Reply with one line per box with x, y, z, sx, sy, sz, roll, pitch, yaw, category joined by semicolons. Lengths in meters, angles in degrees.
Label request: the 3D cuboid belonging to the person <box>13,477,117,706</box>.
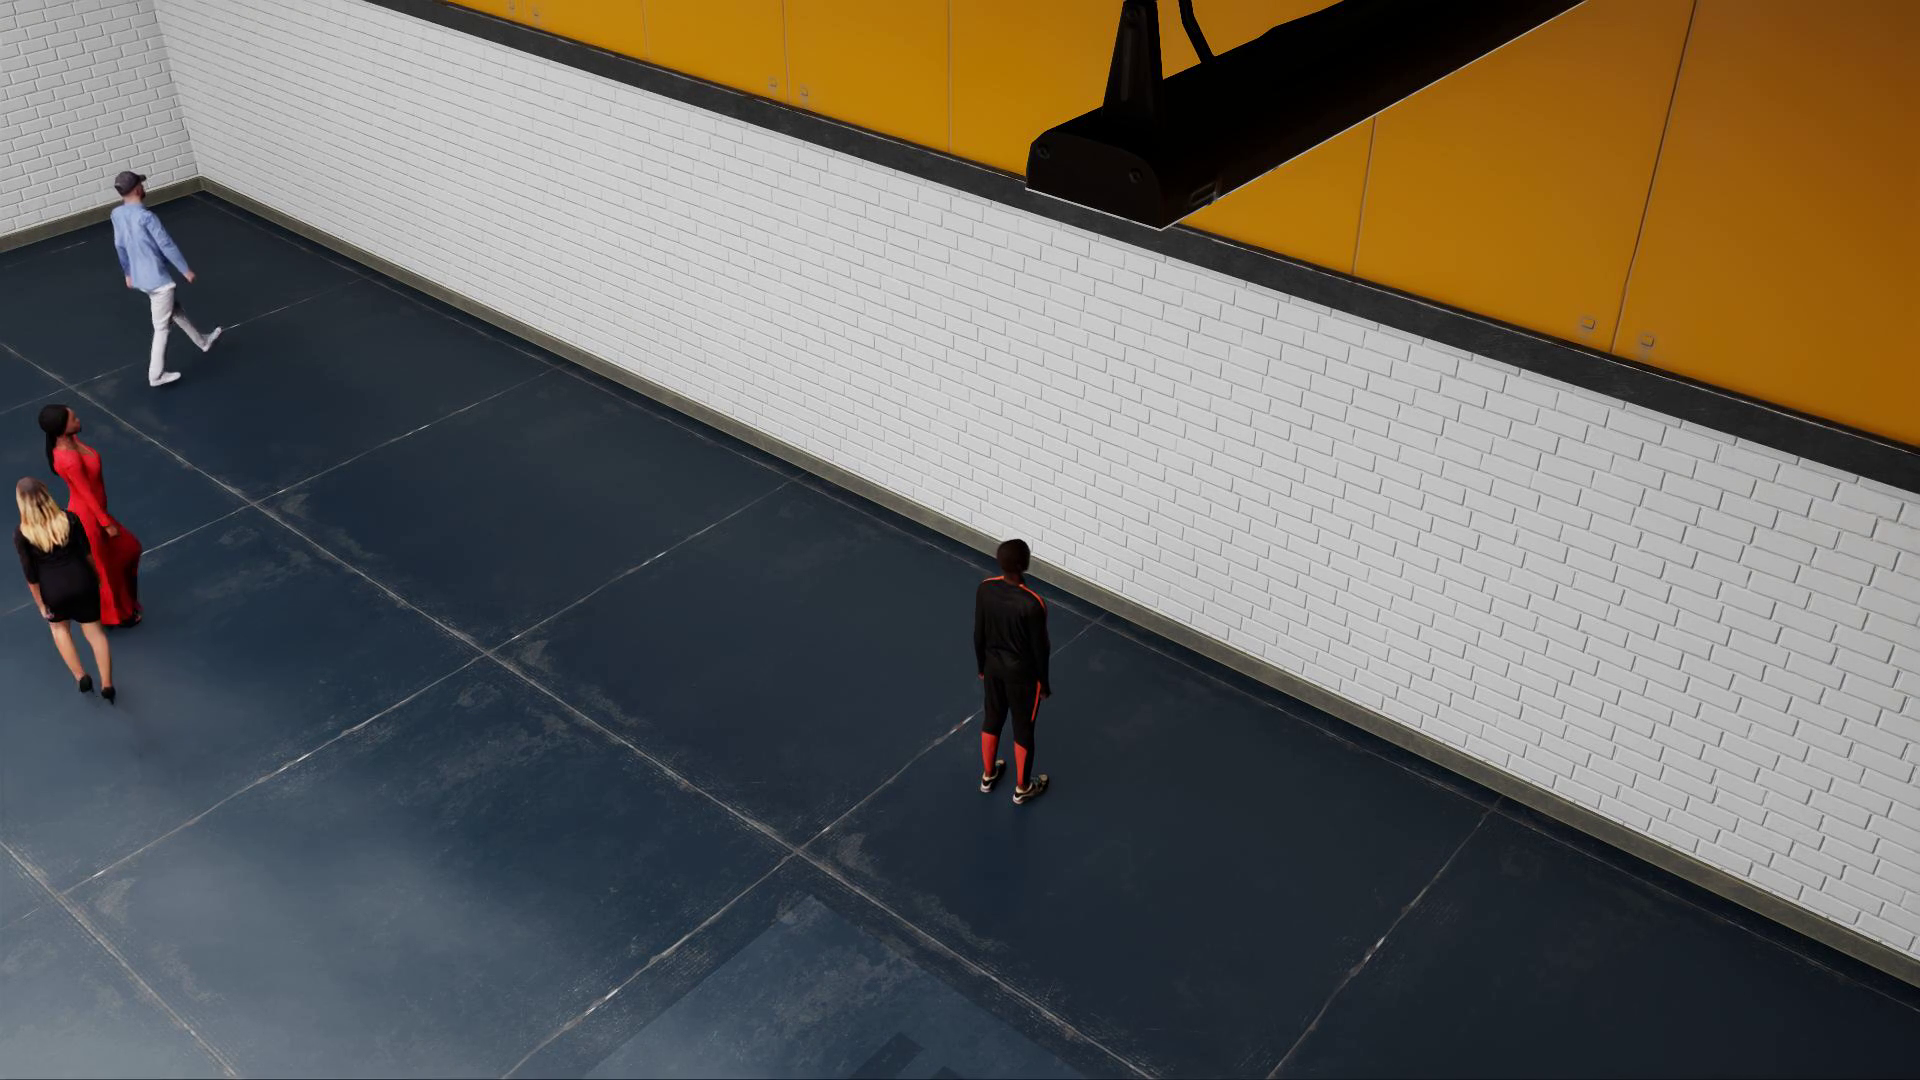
-5.640;0.376;10.588;0.597;1.660;0.685;-22;40;-30;person

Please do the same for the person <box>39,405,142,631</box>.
-5.947;-0.106;11.223;0.820;1.772;0.762;-13;36;-19;person

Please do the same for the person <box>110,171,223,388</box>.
-6.985;-2.200;14.306;0.804;1.837;1.202;18;38;25;person

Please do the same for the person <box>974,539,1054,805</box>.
0.302;0.771;9.862;0.662;1.808;0.578;18;38;25;person
